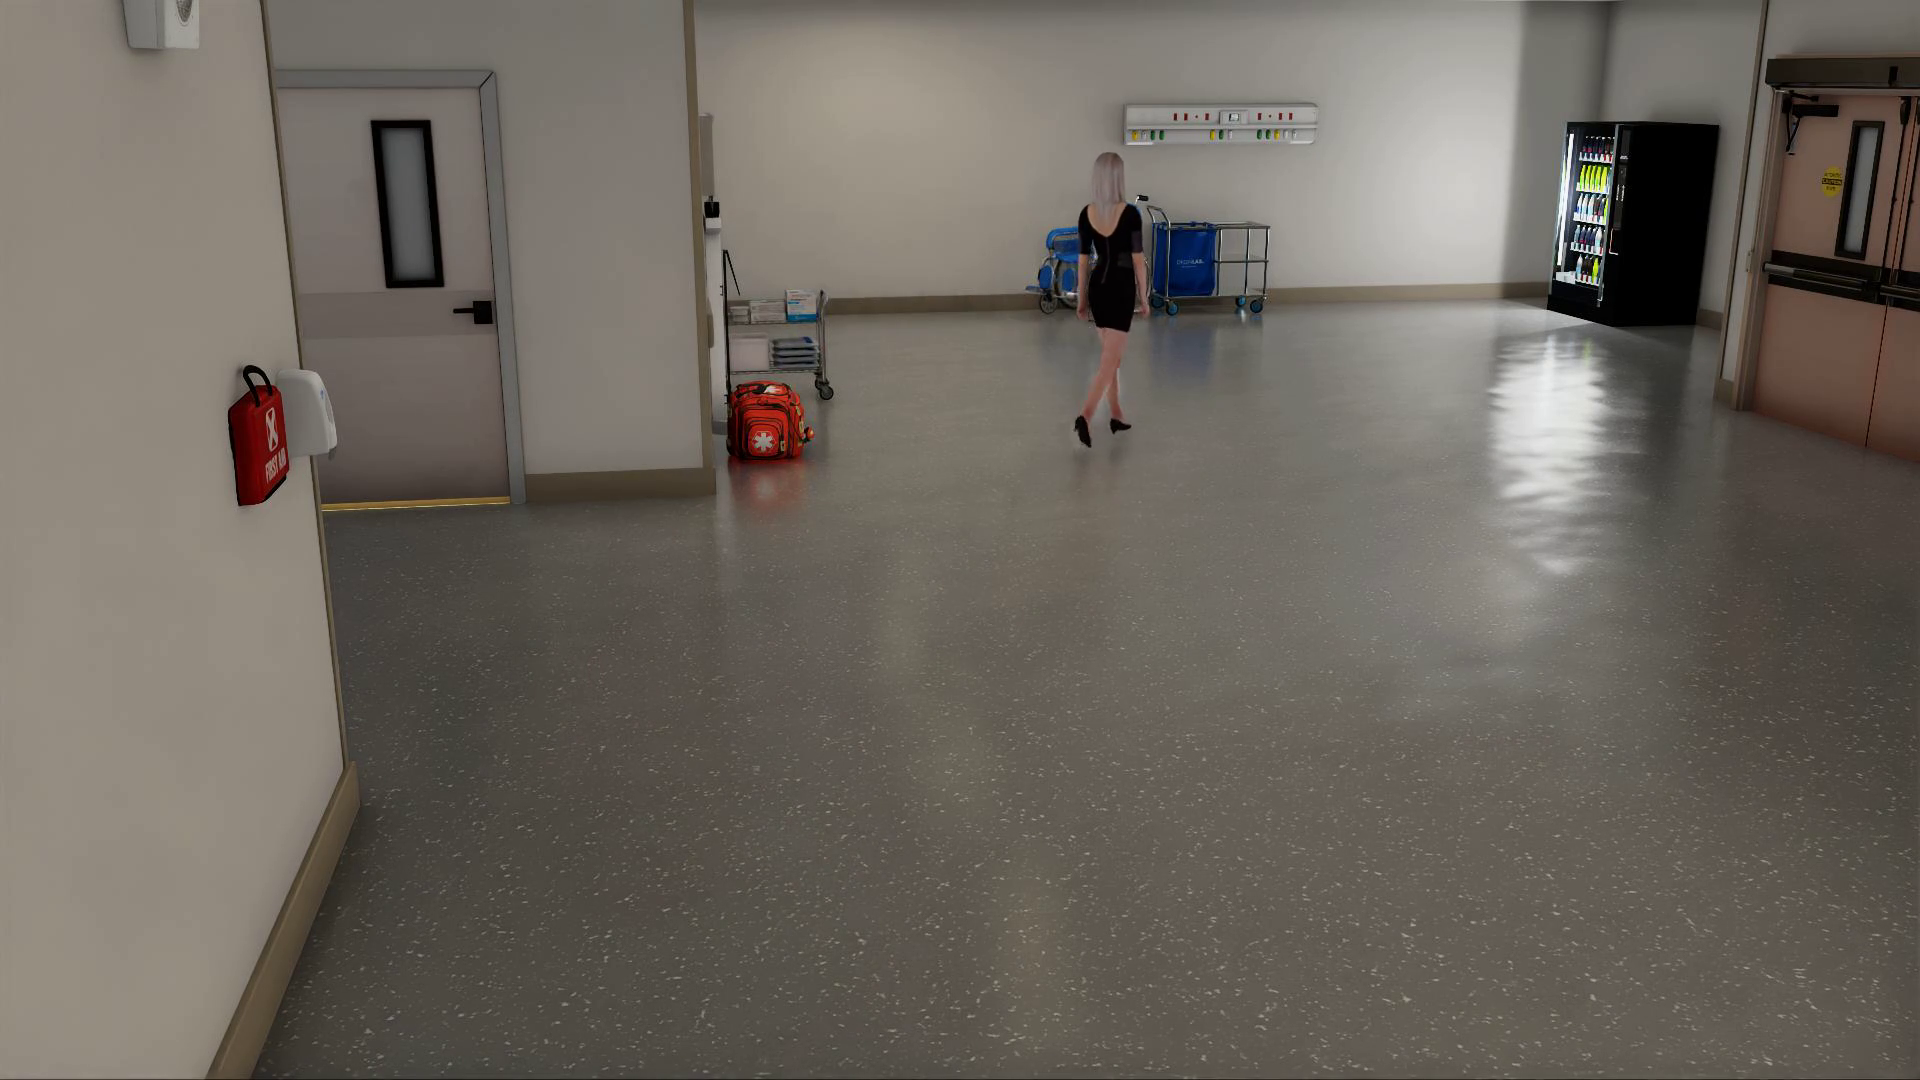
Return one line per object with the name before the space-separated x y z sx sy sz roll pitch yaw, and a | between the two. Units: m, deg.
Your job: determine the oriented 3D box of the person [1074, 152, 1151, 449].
person | 0.898 -1.450 10.307 1.084 1.797 1.164 10 19 32
